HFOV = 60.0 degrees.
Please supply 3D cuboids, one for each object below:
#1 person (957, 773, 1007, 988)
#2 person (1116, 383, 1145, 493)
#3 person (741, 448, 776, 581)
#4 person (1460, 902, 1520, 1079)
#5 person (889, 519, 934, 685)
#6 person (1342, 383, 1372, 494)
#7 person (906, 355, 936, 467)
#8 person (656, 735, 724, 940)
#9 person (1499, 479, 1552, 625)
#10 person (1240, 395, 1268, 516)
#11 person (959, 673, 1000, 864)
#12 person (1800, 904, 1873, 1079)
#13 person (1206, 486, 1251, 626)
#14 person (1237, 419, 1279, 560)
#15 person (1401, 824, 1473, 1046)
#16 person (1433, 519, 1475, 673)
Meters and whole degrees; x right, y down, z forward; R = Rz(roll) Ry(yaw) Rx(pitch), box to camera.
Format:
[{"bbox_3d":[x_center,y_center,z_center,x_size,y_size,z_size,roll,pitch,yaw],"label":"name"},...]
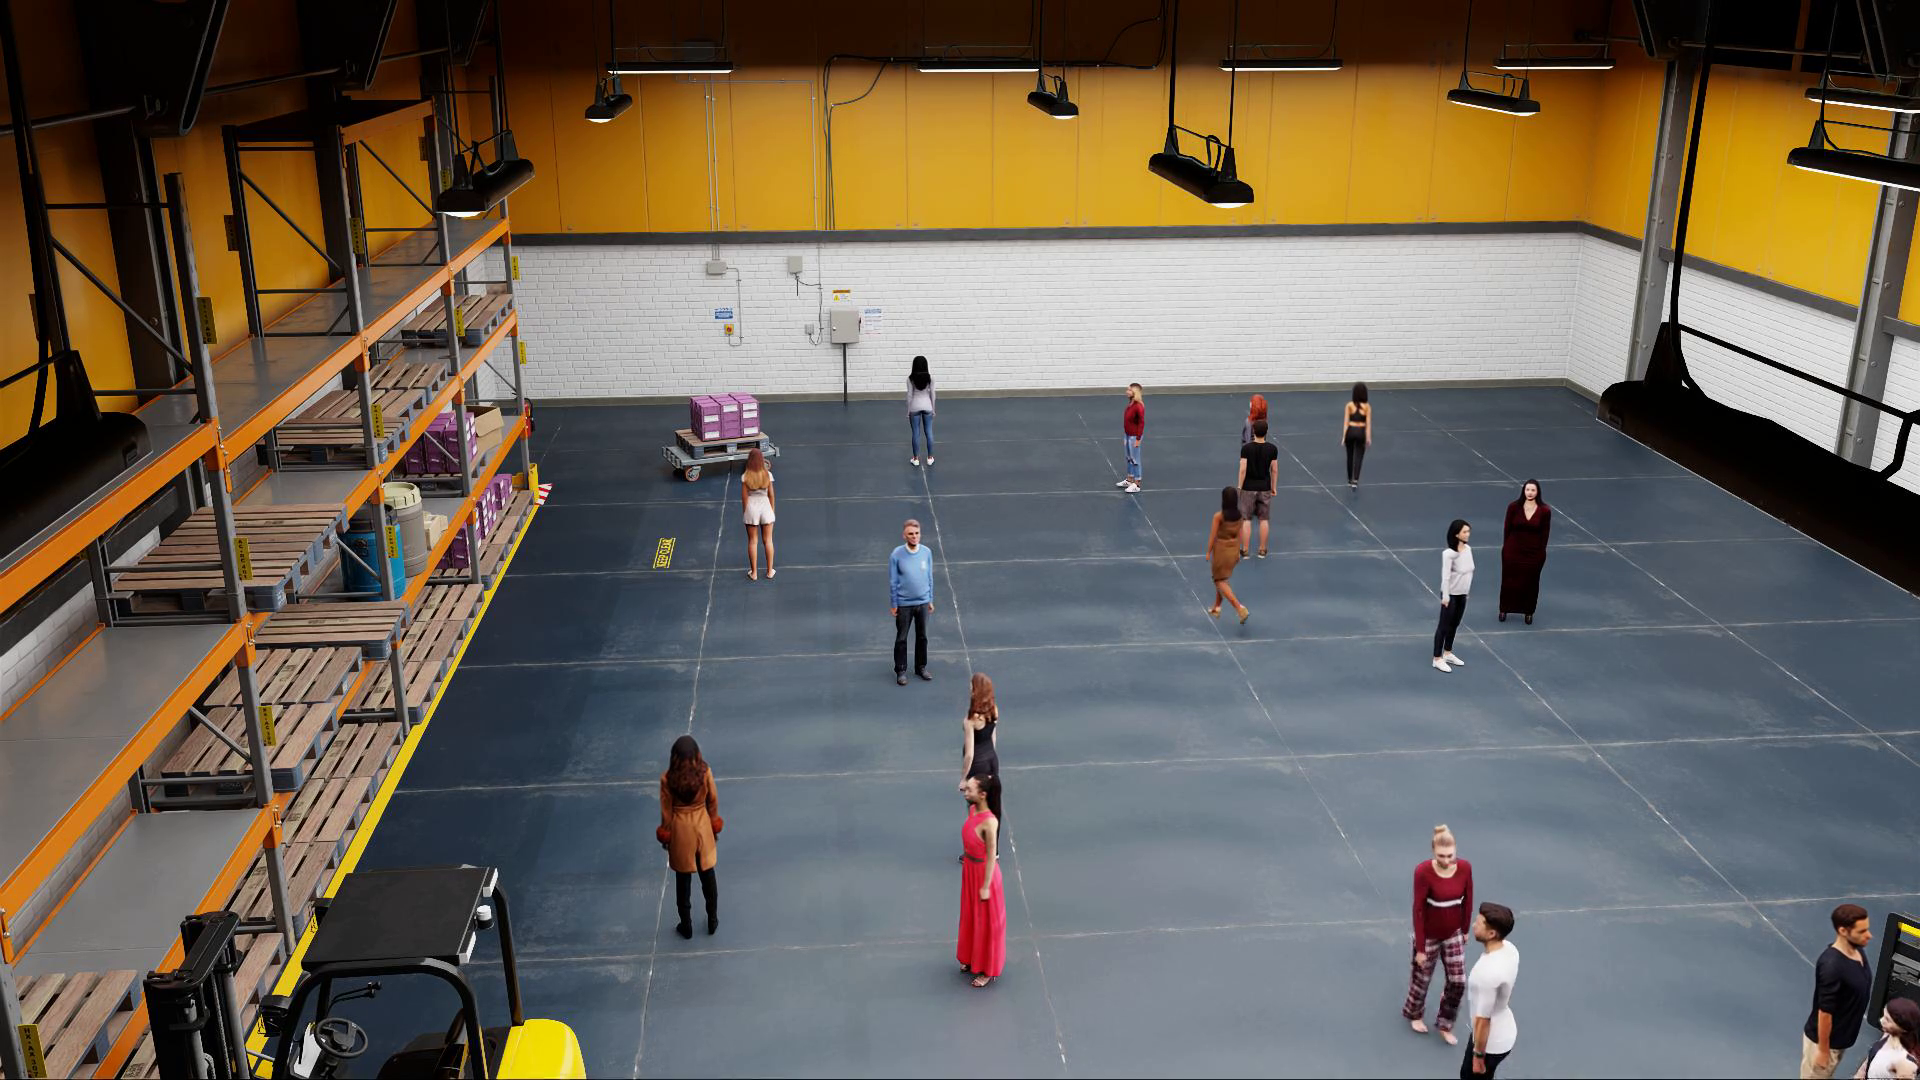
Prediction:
[{"bbox_3d":[0.157,2.523,12.439,0.740,1.727,0.605,-7,20,-21],"label":"person"},{"bbox_3d":[2.566,-1.532,24.628,0.700,1.634,0.519,-5,19,-14],"label":"person"},{"bbox_3d":[-2.544,-0.335,20.975,0.581,1.697,0.576,-3,19,-10],"label":"person"},{"bbox_3d":[3.415,3.146,10.435,1.049,1.827,1.041,11,22,30],"label":"person"},{"bbox_3d":[-0.521,0.635,17.902,0.717,1.820,0.681,-8,20,-21],"label":"person"},{"bbox_3d":[5.843,-1.486,24.519,0.831,1.616,1.113,6,20,18],"label":"person"},{"bbox_3d":[-0.608,-2.024,25.930,0.610,1.735,0.531,-3,19,-8],"label":"person"},{"bbox_3d":[-2.112,2.320,13.056,0.734,1.719,0.671,-6,19,-17],"label":"person"},{"bbox_3d":[6.618,0.126,19.511,0.747,1.757,0.742,6,20,18],"label":"person"},{"bbox_3d":[4.119,-1.177,23.346,0.658,1.780,0.684,-16,24,-39],"label":"person"},{"bbox_3d":[0.184,1.944,14.127,0.725,1.747,0.658,14,23,36],"label":"person"},{"bbox_3d":[5.466,3.114,10.480,0.750,1.859,0.709,18,25,42],"label":"person"},{"bbox_3d":[3.130,0.223,19.368,0.884,1.664,1.075,-12,22,-32],"label":"person"},{"bbox_3d":[3.866,-0.672,21.718,0.685,1.861,0.557,-1,19,-3],"label":"person"},{"bbox_3d":[3.356,2.753,11.822,0.696,1.686,0.728,-4,19,-11],"label":"person"},{"bbox_3d":[5.412,0.584,18.241,0.710,1.700,0.749,-17,25,-40],"label":"person"}]
